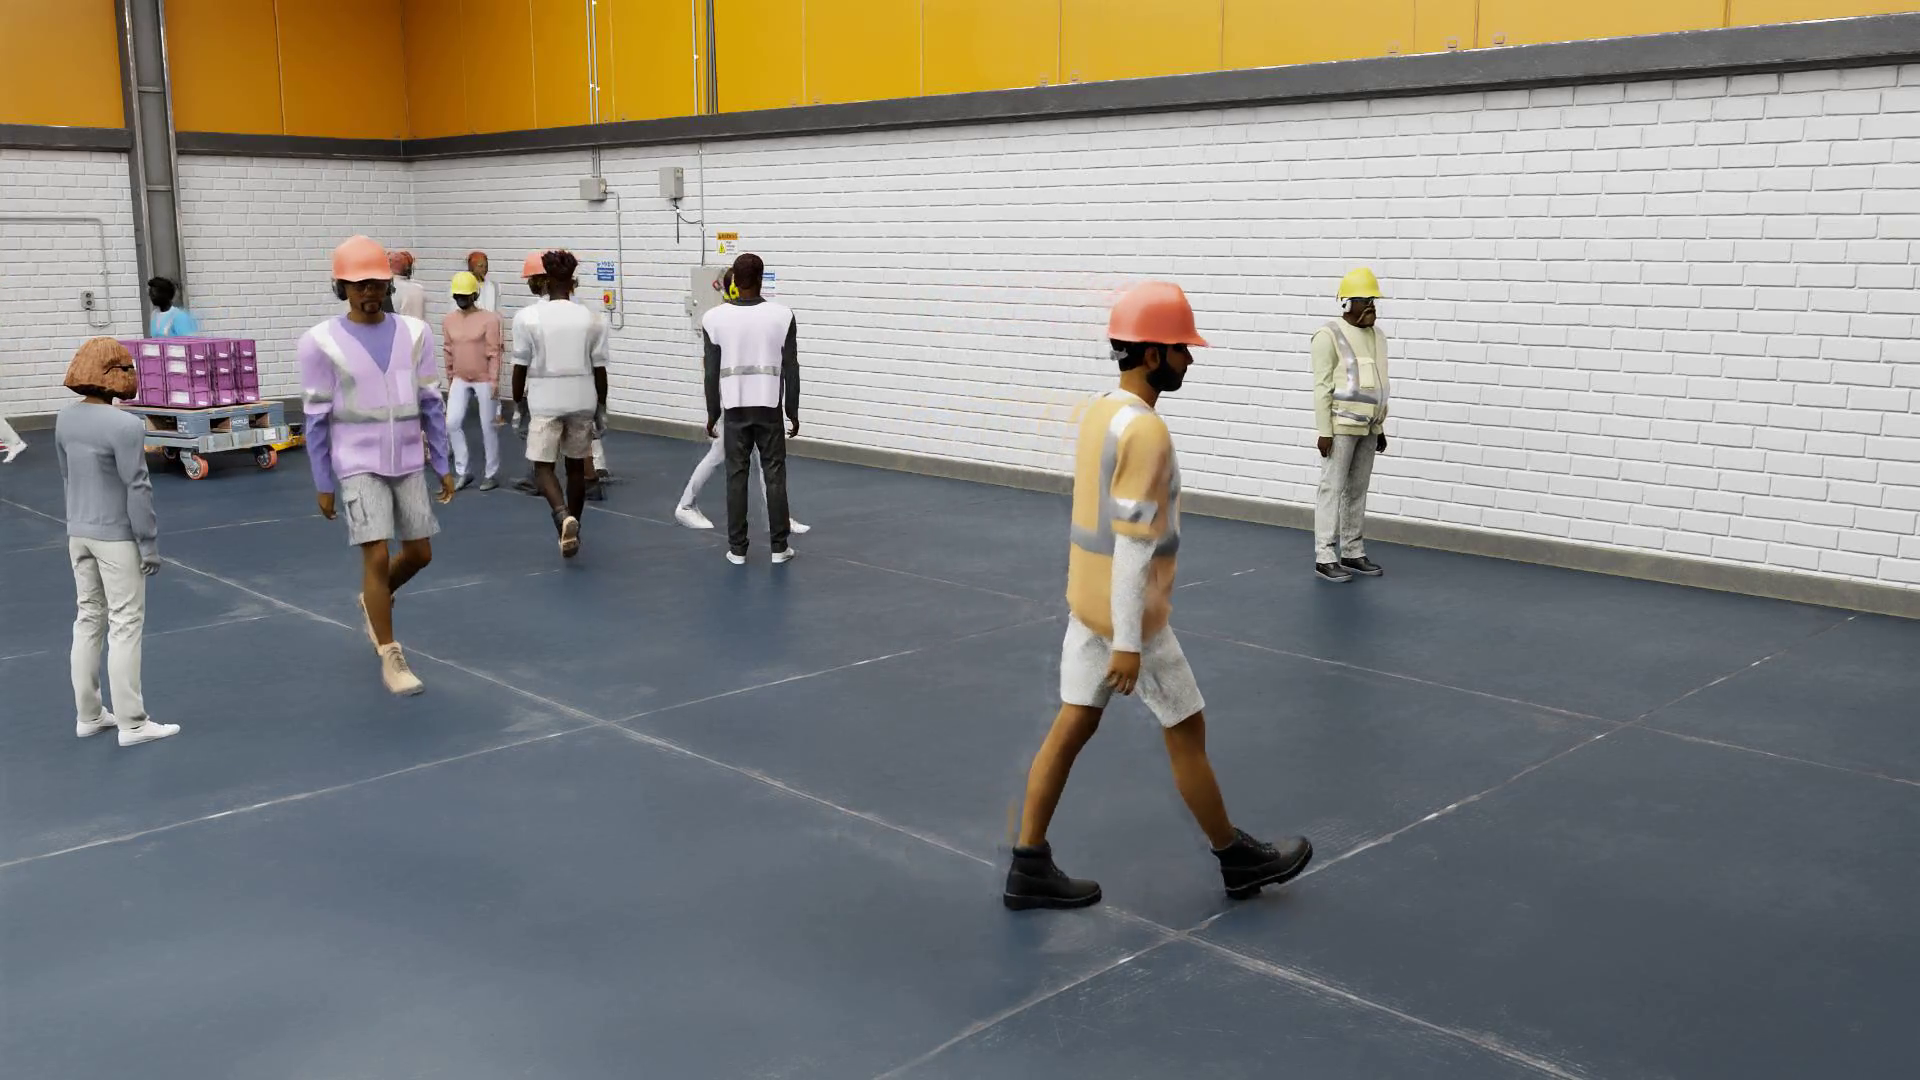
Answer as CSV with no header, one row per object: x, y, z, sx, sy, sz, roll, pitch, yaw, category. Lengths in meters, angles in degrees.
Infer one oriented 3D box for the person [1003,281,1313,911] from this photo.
0.571,0.185,4.952,0.976,1.882,0.569,-2,11,-12,person

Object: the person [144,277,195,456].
-7.279,-1.622,15.463,0.521,1.643,0.898,9,14,40,person

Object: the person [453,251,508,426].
-5.185,-2.155,17.817,0.758,1.863,0.583,10,14,43,person

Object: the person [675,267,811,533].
-1.534,-0.954,11.333,0.982,1.829,0.527,4,11,20,person

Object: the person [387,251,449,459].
-5.029,-1.643,14.977,0.851,1.871,0.686,3,11,16,person

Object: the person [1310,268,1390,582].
2.318,-0.678,9.810,0.586,1.833,0.403,-8,13,-39,person

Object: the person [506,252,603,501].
-3.154,-1.237,12.695,0.935,1.886,0.557,3,11,14,person

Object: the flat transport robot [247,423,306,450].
-7.020,-0.978,15.708,1.431,0.197,0.652,0,10,-2,flat transport robot

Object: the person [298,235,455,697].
-2.628,-0.347,7.473,0.621,2.026,0.777,-9,14,-41,person

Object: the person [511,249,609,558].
-2.472,-0.839,10.393,0.608,1.946,0.780,-5,12,-26,person

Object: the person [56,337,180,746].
-3.399,0.005,6.663,0.497,1.624,0.287,6,12,28,person

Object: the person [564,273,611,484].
-3.152,-1.349,13.616,0.406,1.784,0.718,-5,12,-26,person

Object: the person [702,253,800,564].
-1.279,-0.799,10.253,0.587,1.913,0.391,-1,10,-5,person

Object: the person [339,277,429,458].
-5.128,-1.678,14.693,0.889,2.000,0.686,8,13,37,person

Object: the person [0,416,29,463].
-8.651,-1.433,14.572,0.520,1.598,0.833,9,13,39,person

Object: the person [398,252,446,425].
-5.588,-2.060,17.294,0.618,1.858,0.620,-7,13,-34,person

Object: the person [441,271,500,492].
-3.851,-1.237,13.119,0.527,1.737,0.506,2,11,10,person
